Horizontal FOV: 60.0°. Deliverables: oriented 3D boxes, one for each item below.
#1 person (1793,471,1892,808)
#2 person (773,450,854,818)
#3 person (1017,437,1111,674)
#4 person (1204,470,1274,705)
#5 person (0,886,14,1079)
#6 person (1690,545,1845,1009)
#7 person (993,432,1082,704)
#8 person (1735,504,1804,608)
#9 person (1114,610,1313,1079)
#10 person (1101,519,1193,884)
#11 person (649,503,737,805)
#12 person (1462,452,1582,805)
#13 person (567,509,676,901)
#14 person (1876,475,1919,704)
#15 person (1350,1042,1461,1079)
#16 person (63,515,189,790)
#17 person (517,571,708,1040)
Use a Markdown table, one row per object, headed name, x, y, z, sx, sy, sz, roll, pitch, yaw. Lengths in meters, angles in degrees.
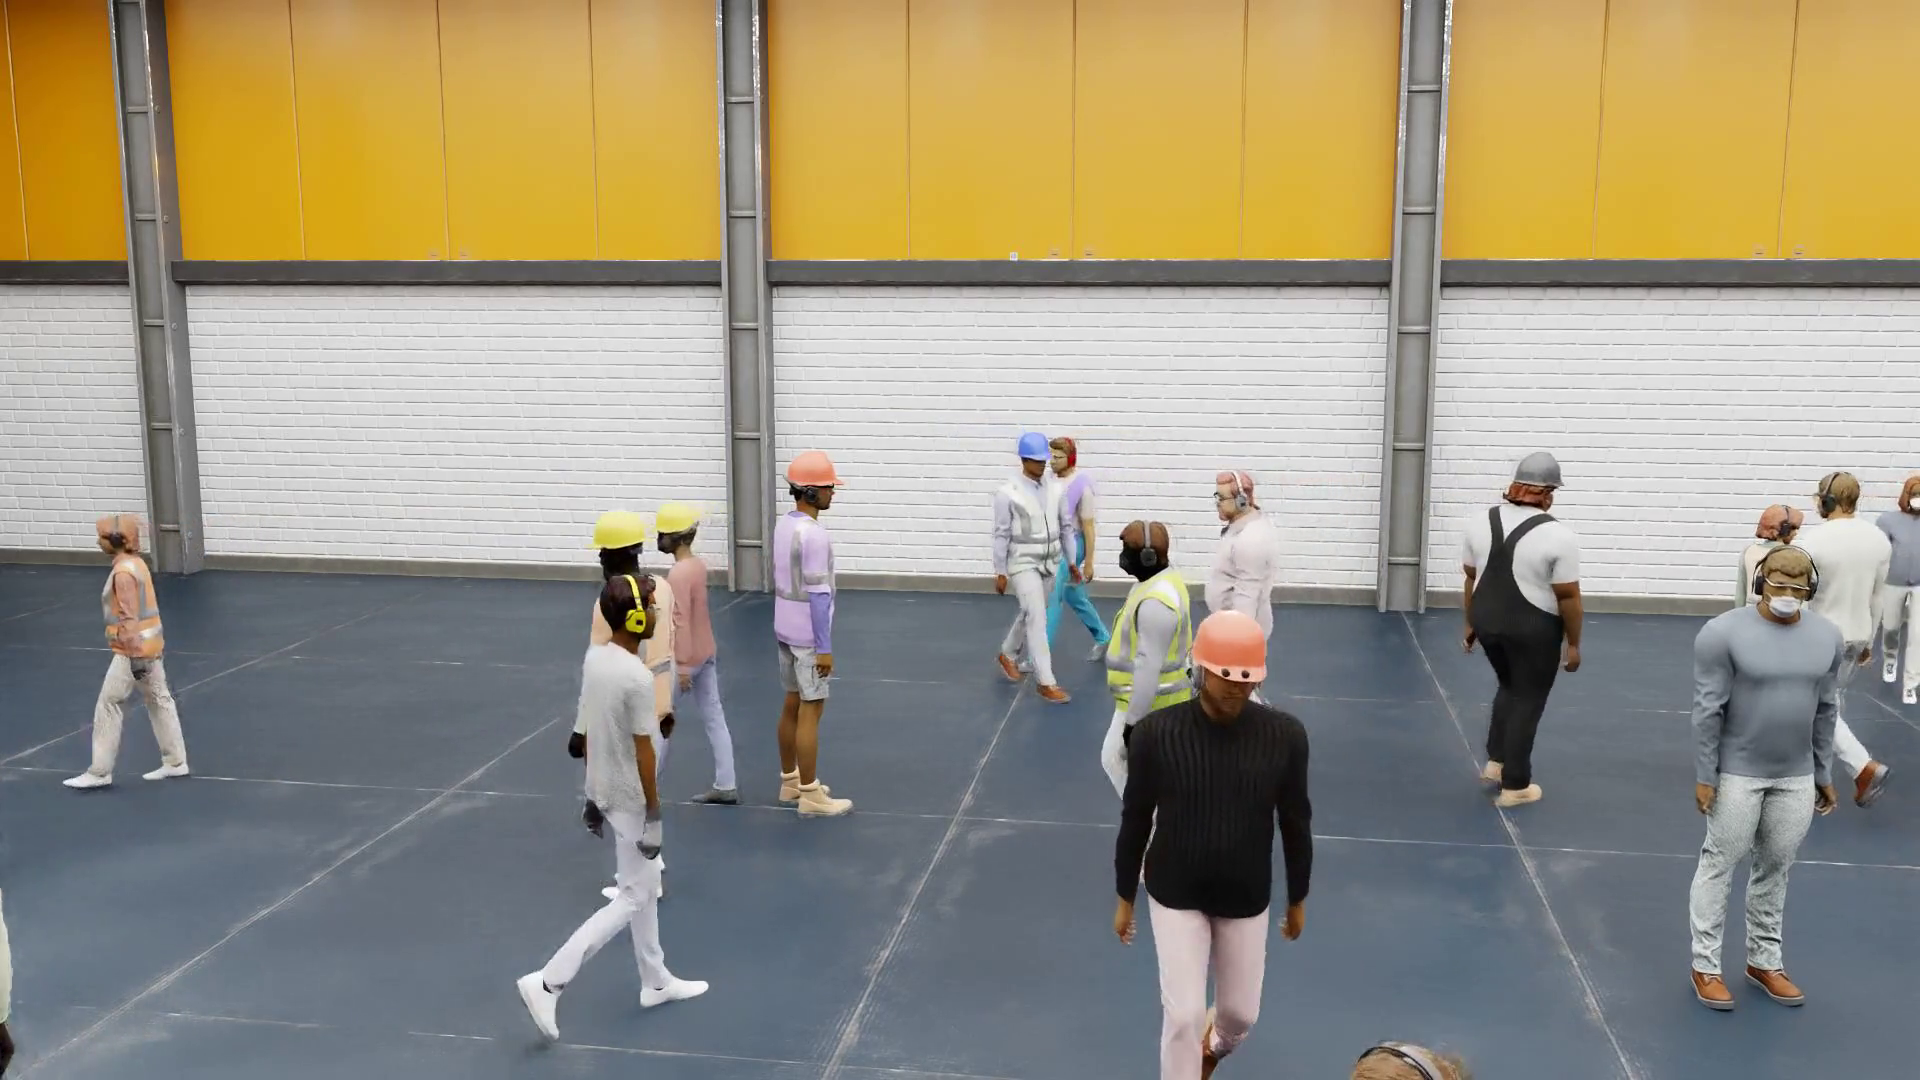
| name | x | y | z | sx | sy | sz | roll | pitch | yaw |
| --- | --- | --- | --- | --- | --- | --- | --- | --- | --- |
| person | 4.970 | 0.568 | 9.390 | 0.638 | 1.916 | 0.775 | -3 | 10 | -18 |
| person | -0.835 | 0.518 | 9.294 | 0.395 | 2.044 | 0.609 | -4 | 10 | -25 |
| person | 0.839 | 0.096 | 12.659 | 0.955 | 1.799 | 0.583 | -5 | 10 | -28 |
| person | 1.672 | 0.515 | 9.792 | 0.469 | 1.880 | 0.663 | 1 | 9 | 6 |
| person | -2.682 | 1.365 | 4.375 | 0.883 | 1.951 | 0.619 | 4 | 10 | 22 |
| person | 3.313 | 0.967 | 6.858 | 0.627 | 1.936 | 0.373 | -1 | 9 | -5 |
| person | 0.502 | 0.159 | 11.951 | 0.612 | 1.911 | 0.969 | -7 | 12 | -37 |
| person | 4.882 | 0.599 | 10.038 | 0.310 | 1.639 | 0.514 | -3 | 10 | -17 |
| person | 0.847 | 1.152 | 5.637 | 0.653 | 1.963 | 0.758 | 0 | 9 | 0 |
| person | 0.899 | 0.801 | 8.183 | 0.484 | 1.829 | 0.639 | 1 | 9 | 7 |
| person | -1.645 | 0.654 | 9.387 | 0.828 | 1.727 | 0.552 | 1 | 9 | 8 |
| person | 3.249 | 0.488 | 9.487 | 0.582 | 2.000 | 0.711 | -6 | 11 | -34 |
| person | -1.632 | 0.804 | 7.940 | 0.486 | 1.910 | 0.604 | 2 | 9 | 13 |
| person | 6.801 | 0.312 | 11.920 | 0.510 | 1.603 | 0.797 | 5 | 10 | 28 |
| person | 0.652 | 1.692 | 2.693 | 0.539 | 1.832 | 0.483 | 9 | 13 | 43 |
| person | -4.946 | 0.661 | 9.742 | 0.754 | 1.608 | 0.541 | -3 | 10 | -17 |
| person | -1.404 | 1.050 | 6.631 | 0.786 | 1.852 | 0.525 | -6 | 11 | -34 |
